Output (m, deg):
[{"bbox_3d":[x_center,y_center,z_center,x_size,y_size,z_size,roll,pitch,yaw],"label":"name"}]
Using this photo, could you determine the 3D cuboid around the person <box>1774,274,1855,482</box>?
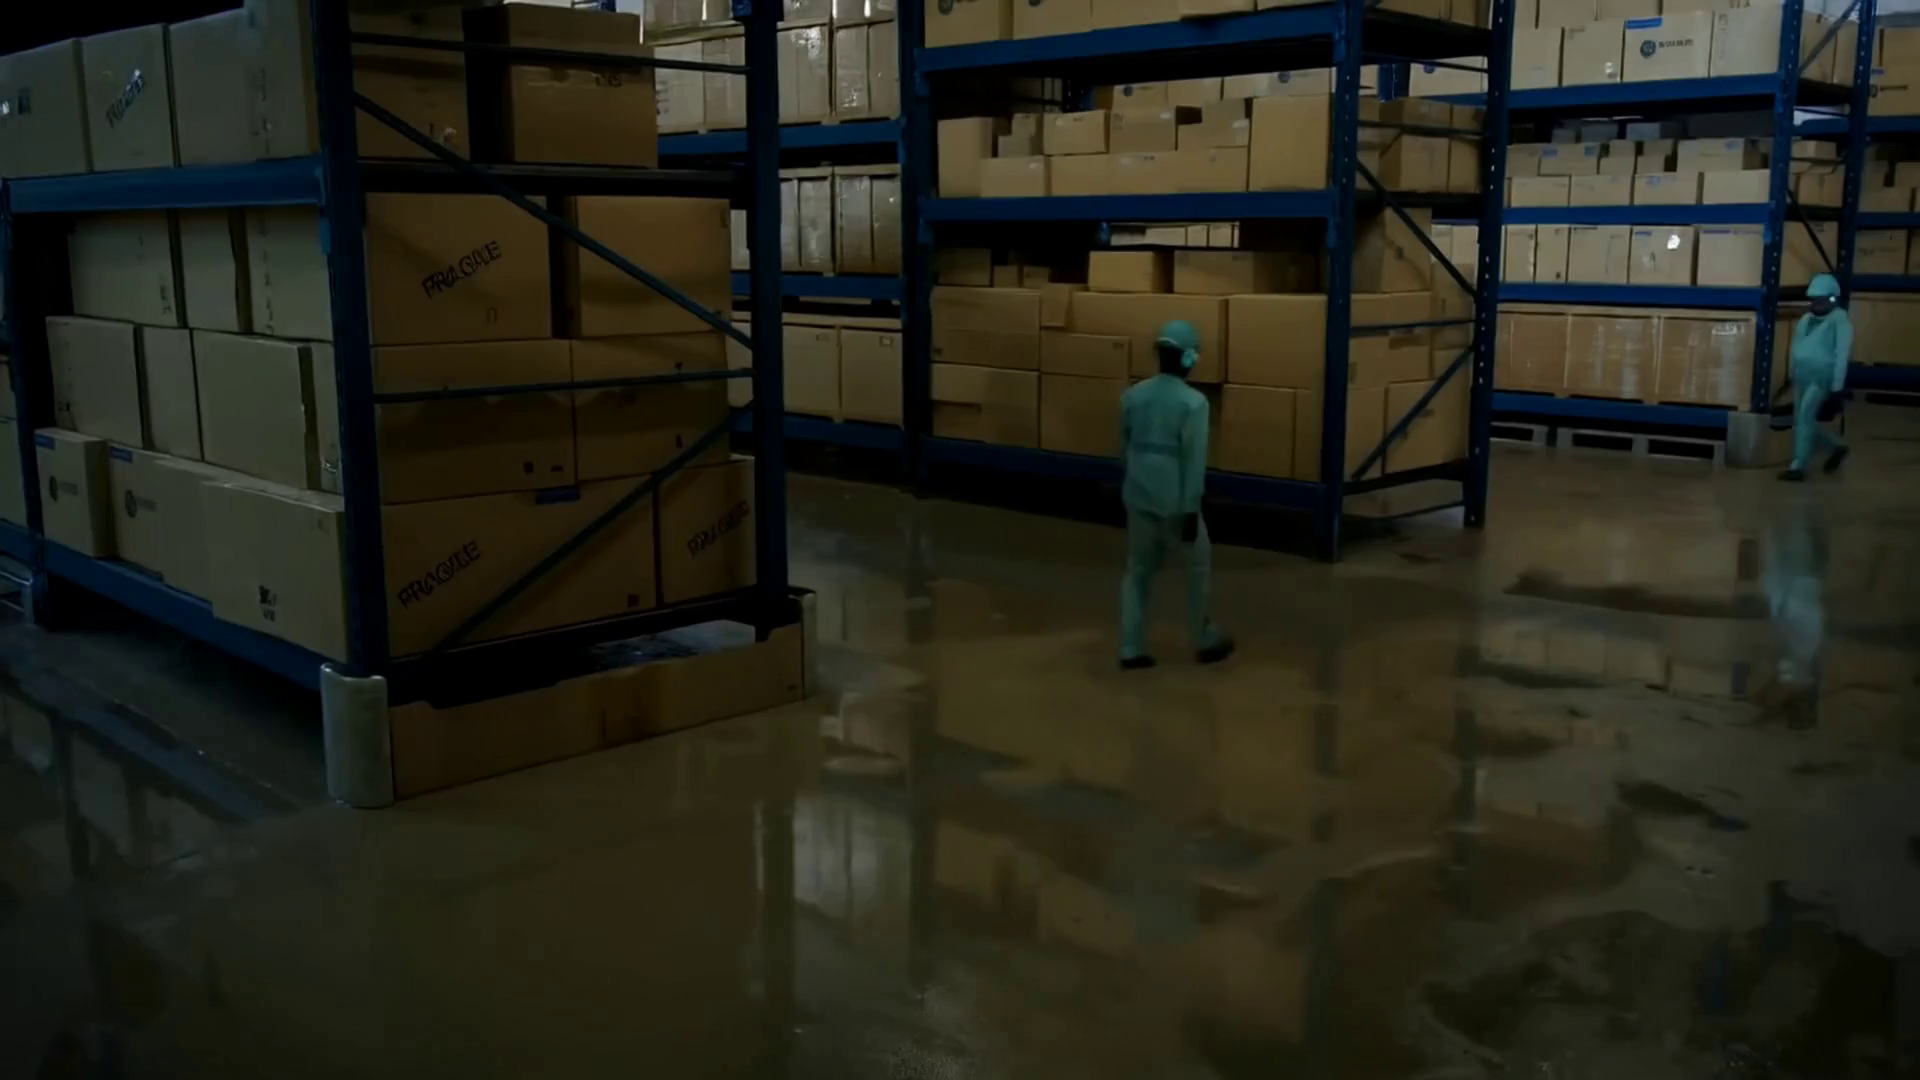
[{"bbox_3d":[7.483,-1.408,14.464,0.719,1.803,0.599,-1,10,-6],"label":"person"}]

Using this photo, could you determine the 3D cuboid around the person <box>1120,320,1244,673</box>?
[{"bbox_3d":[1.072,-0.213,8.197,0.741,1.710,0.562,-9,14,-42],"label":"person"}]
